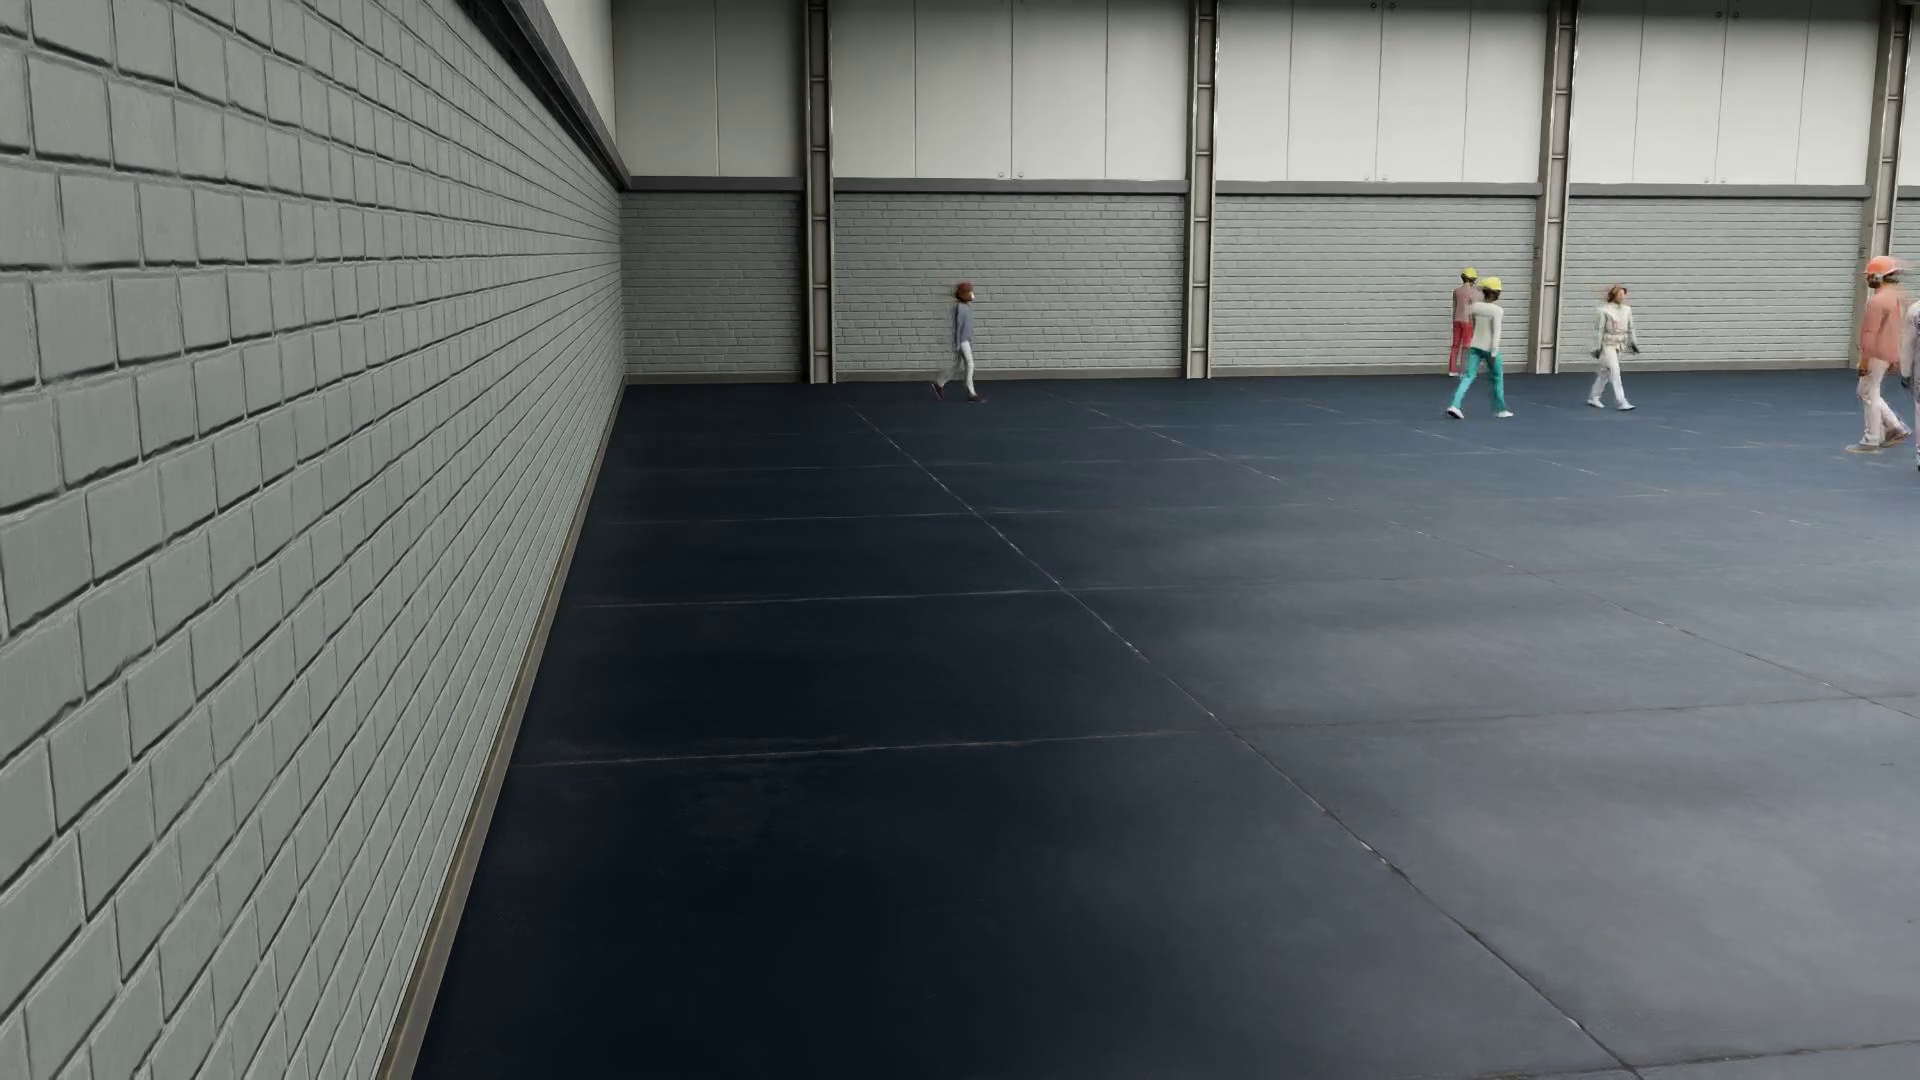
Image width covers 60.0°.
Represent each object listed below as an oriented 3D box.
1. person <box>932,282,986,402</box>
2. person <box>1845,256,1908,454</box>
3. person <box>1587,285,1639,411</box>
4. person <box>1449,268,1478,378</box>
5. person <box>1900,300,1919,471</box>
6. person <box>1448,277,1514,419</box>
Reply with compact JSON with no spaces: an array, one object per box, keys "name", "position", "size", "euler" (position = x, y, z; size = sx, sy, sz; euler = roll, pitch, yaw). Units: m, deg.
[{"name":"person","position":[-0.025,-2.667,22.435],"size":[0.722,1.615,0.500],"euler":[2,10,13]},{"name":"person","position":[9.148,-1.833,16.583],"size":[0.455,1.980,0.614],"euler":[9,13,41]},{"name":"person","position":[8.373,-2.460,21.285],"size":[0.522,1.593,0.857],"euler":[-5,11,-27]},{"name":"person","position":[8.105,-3.472,26.653],"size":[0.336,1.763,0.525],"euler":[-5,11,-28]},{"name":"person","position":[8.920,-1.543,15.129],"size":[0.674,1.893,0.443],"euler":[6,11,31]},{"name":"person","position":[6.318,-2.313,20.079],"size":[0.926,1.721,0.526],"euler":[-6,11,-30]}]
